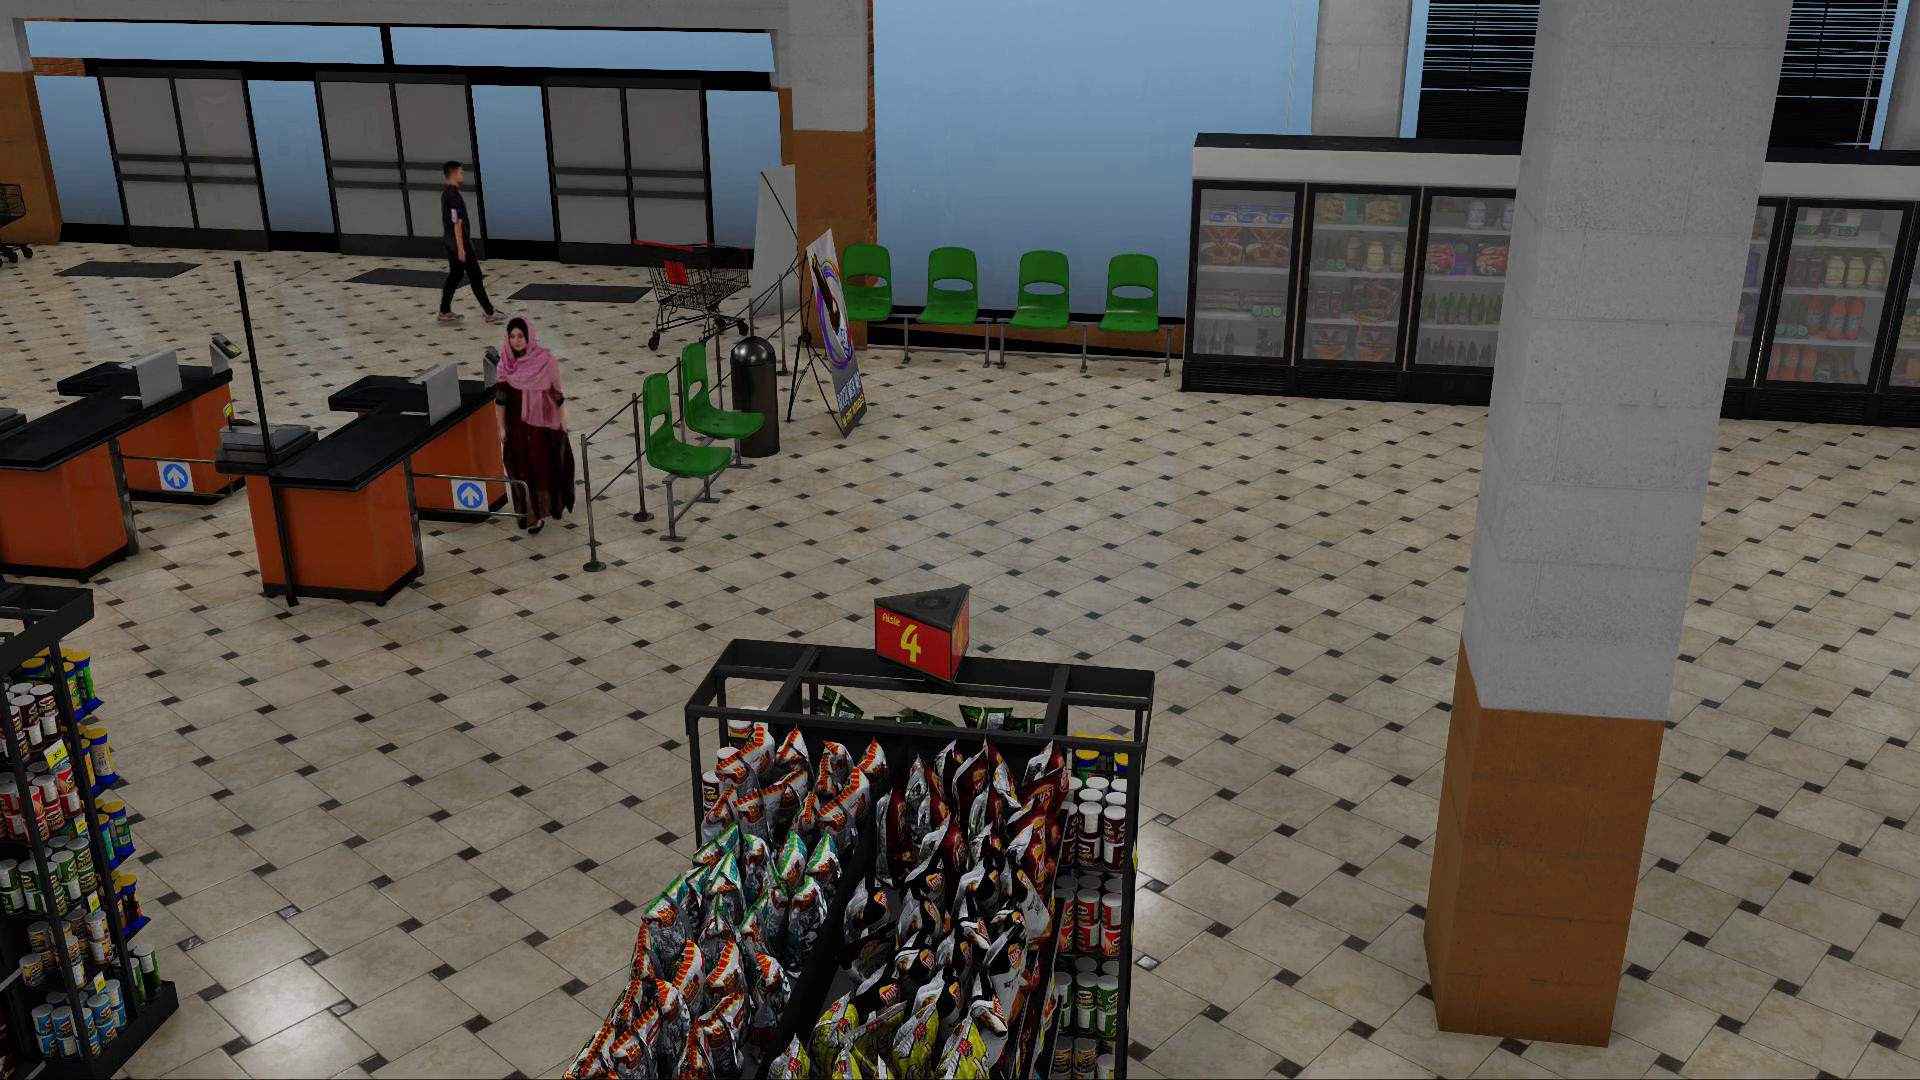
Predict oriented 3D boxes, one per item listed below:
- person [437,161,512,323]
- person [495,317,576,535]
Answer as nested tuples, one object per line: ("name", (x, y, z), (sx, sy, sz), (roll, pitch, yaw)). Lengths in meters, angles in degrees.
("person", (-5.459, -3.167, 17.894), (1.036, 1.737, 1.063), (-8, 23, -20))
("person", (-3.159, -0.876, 12.335), (0.784, 1.630, 0.802), (-3, 22, -7))
